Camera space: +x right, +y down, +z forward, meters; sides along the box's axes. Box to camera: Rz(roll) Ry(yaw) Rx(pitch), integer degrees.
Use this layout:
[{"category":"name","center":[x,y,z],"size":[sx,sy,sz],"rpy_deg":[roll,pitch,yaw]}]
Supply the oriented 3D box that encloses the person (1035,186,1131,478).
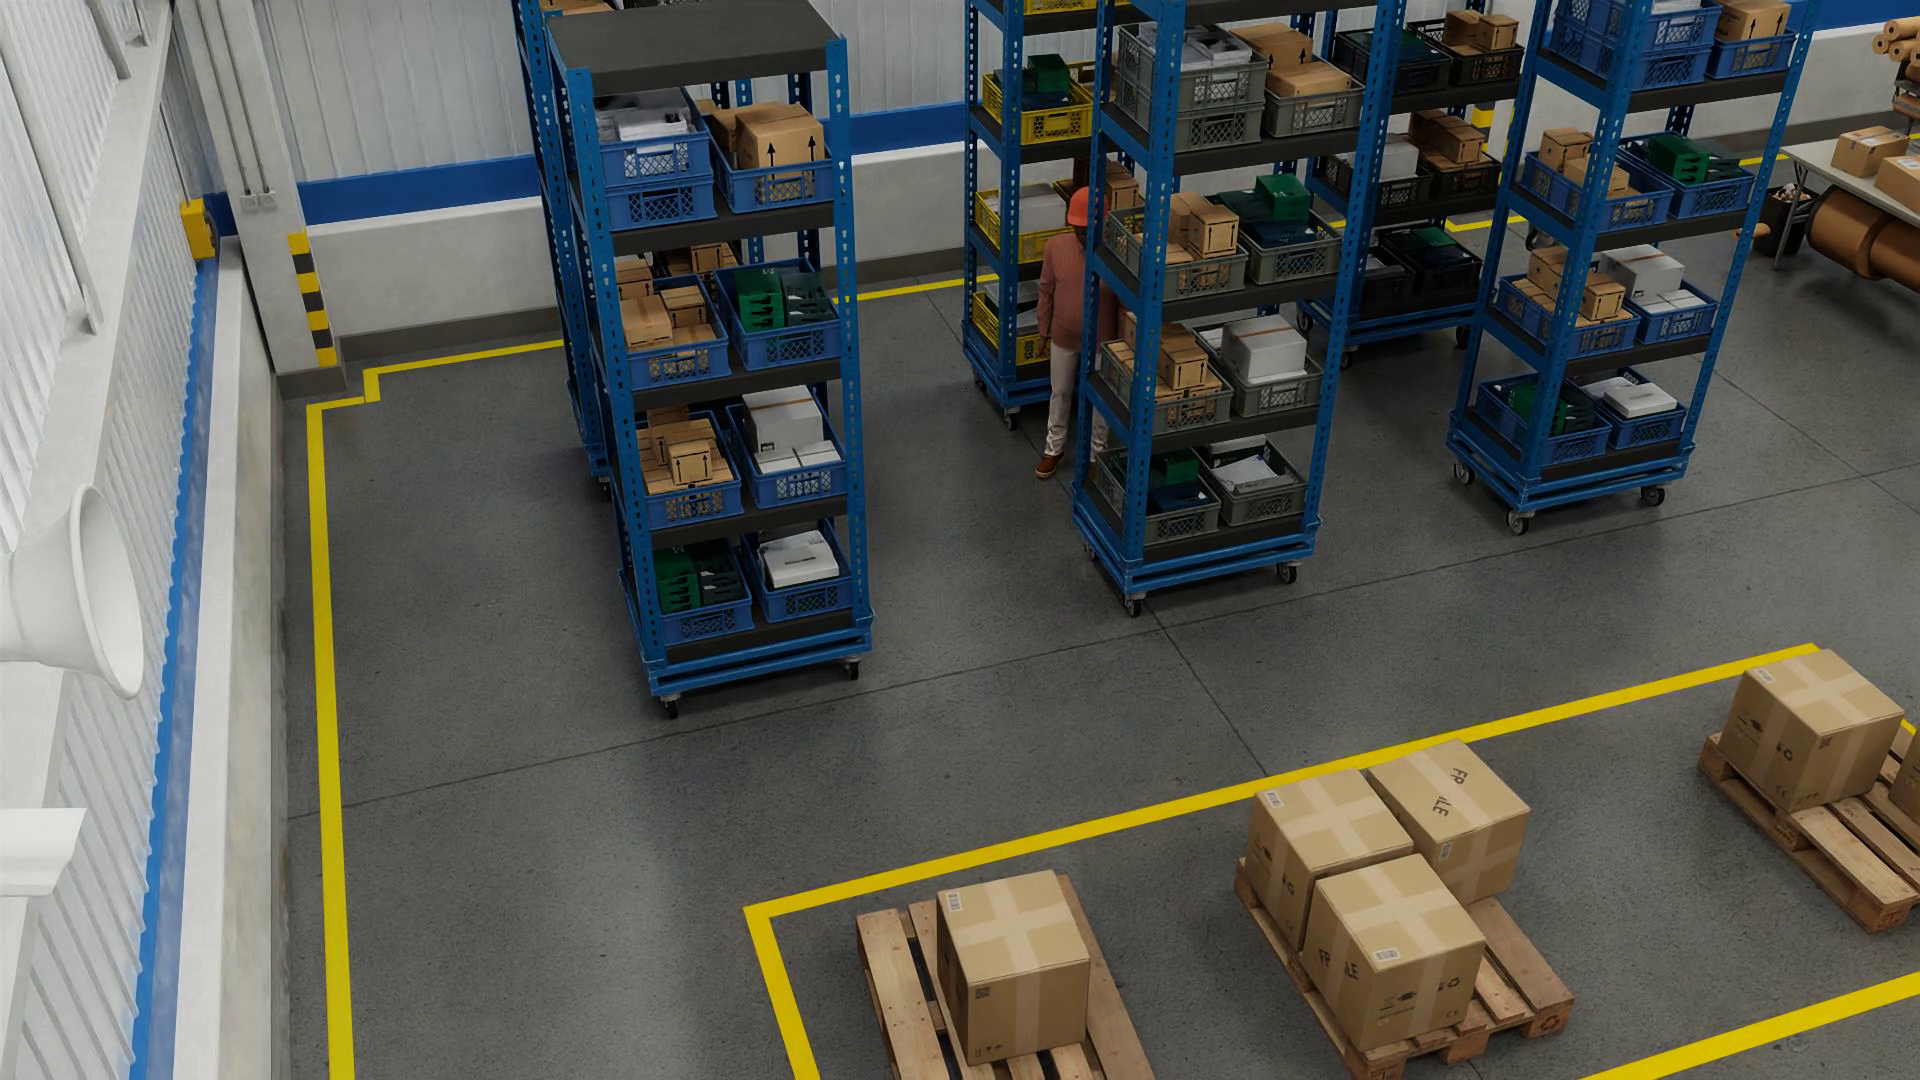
[{"category":"person","center":[0.763,-1.258,10.331],"size":[0.608,1.995,0.377],"rpy_deg":[12,37,16]}]

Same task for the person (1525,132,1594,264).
[{"category":"person","center":[4.299,-2.134,11.886],"size":[0.518,1.632,0.314],"rpy_deg":[25,42,31]}]
